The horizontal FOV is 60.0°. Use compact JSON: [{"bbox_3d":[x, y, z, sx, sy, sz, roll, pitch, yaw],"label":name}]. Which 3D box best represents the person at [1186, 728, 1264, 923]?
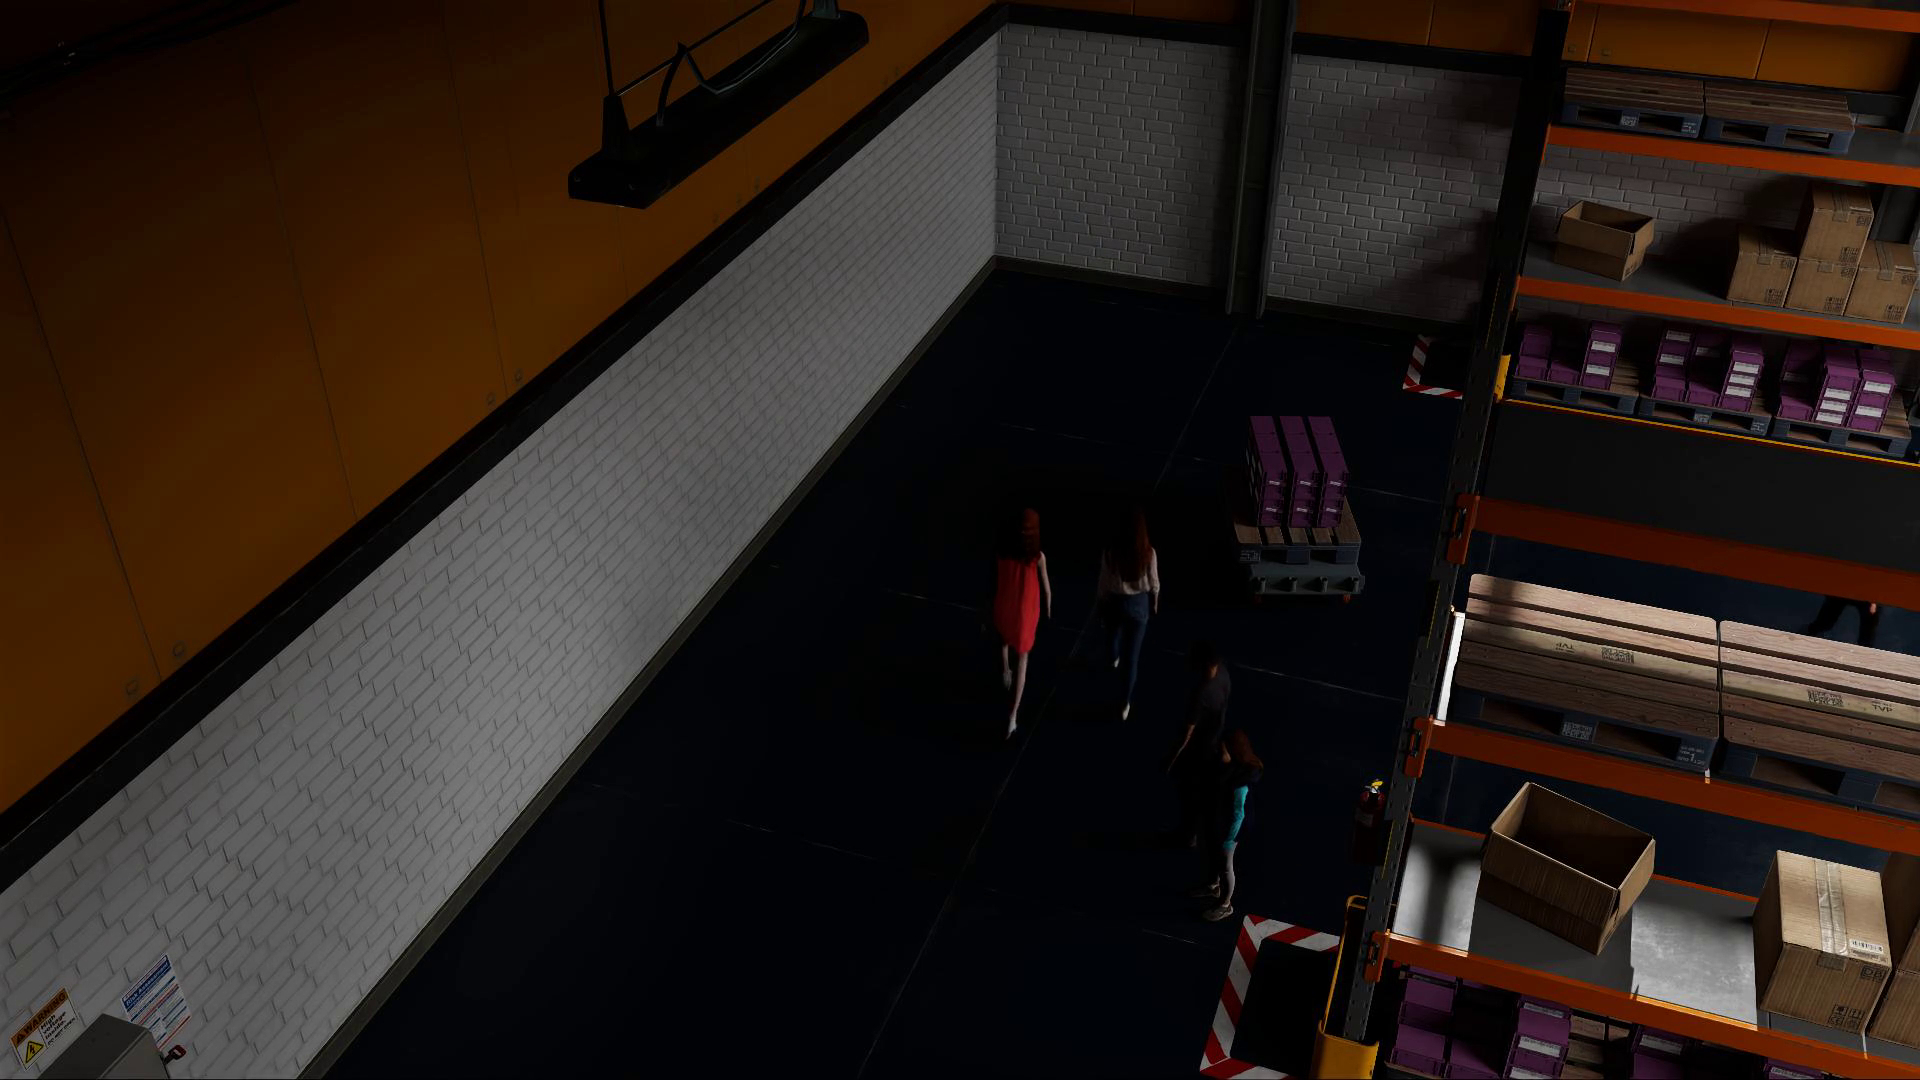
[{"bbox_3d":[1.673,1.781,10.545,0.734,1.501,0.686,-9,35,-13],"label":"person"}]

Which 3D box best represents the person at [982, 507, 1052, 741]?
[{"bbox_3d":[0.395,0.636,12.017,0.943,1.779,0.698,9,35,13],"label":"person"}]

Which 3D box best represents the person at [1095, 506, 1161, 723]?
[{"bbox_3d":[1.220,0.566,12.202,1.079,1.688,0.834,4,34,6],"label":"person"}]

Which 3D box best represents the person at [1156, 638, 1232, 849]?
[{"bbox_3d":[1.645,1.385,10.920,0.735,1.745,0.649,14,36,20],"label":"person"}]
